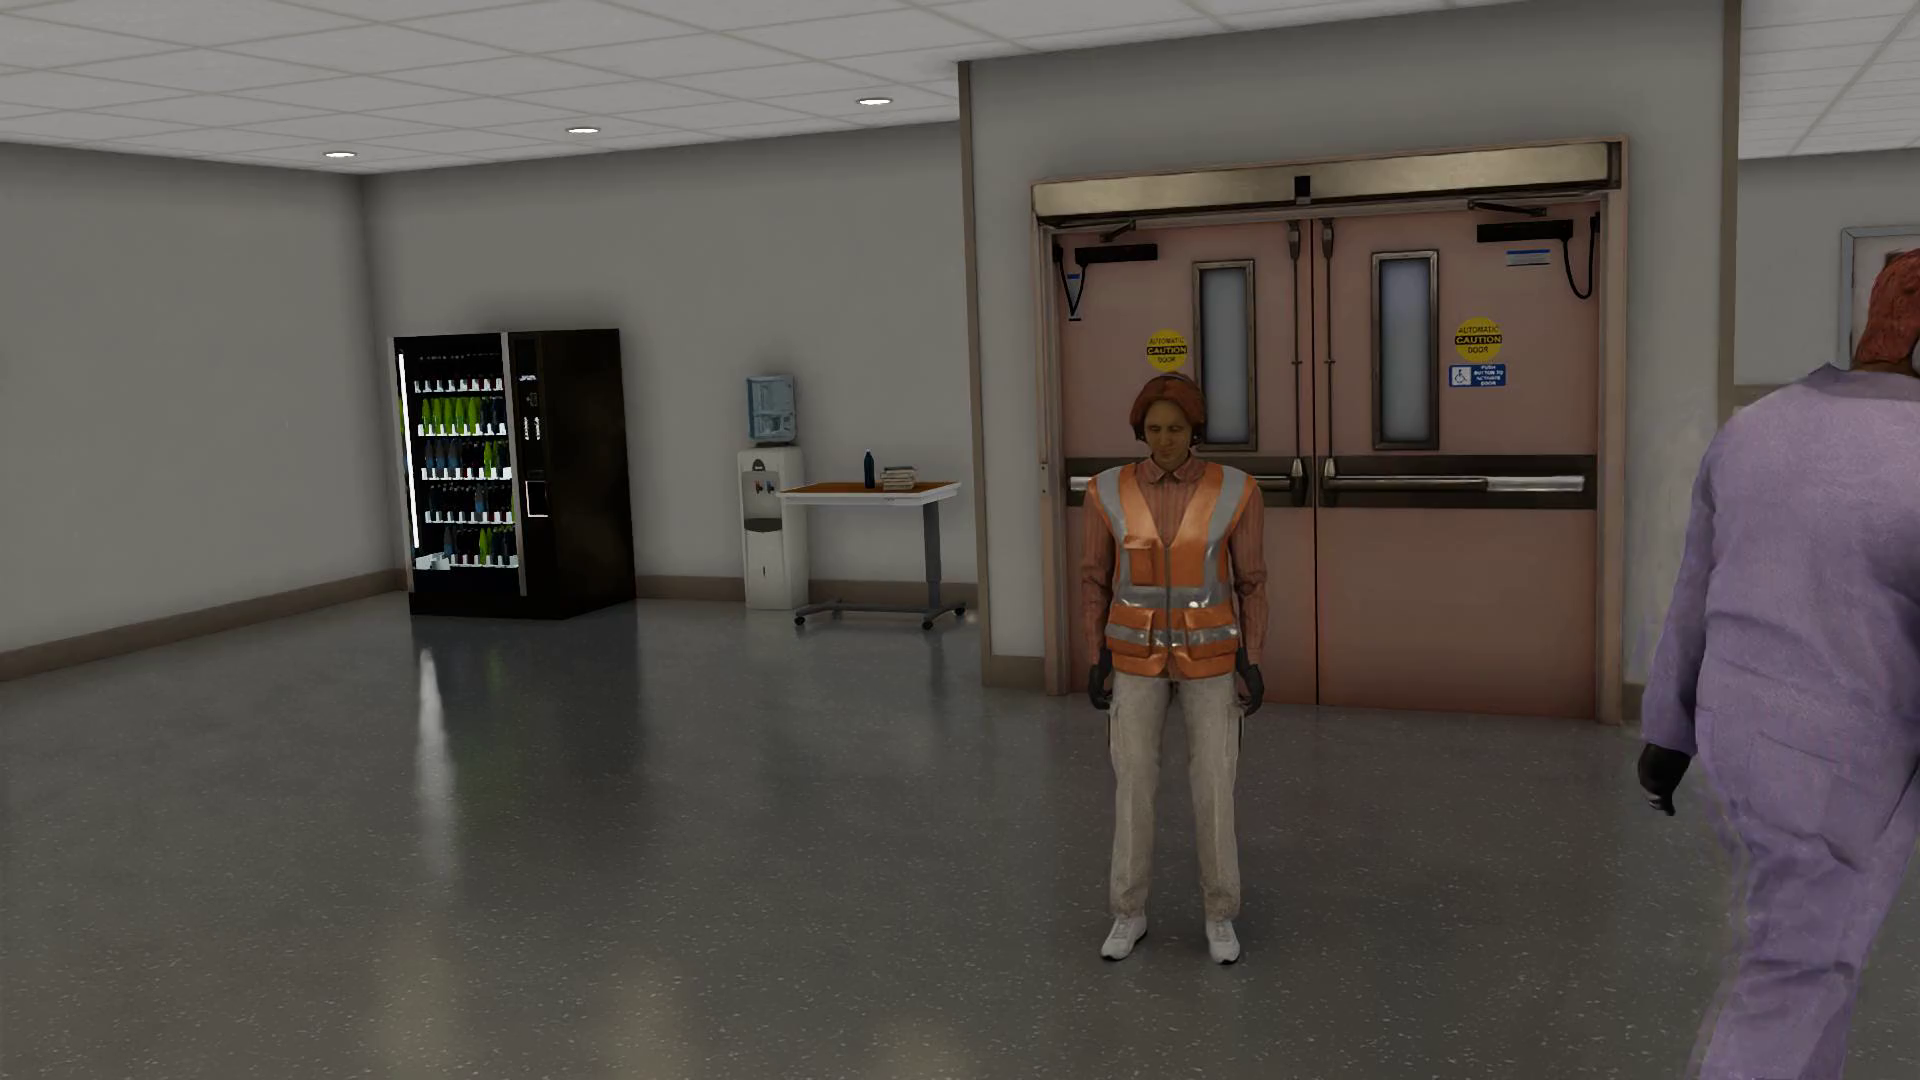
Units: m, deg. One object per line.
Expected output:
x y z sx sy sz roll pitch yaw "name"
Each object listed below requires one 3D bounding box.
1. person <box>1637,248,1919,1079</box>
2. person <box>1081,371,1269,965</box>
1.583 0.418 2.991 0.708 1.853 0.673 -4 8 -11 "person"
0.596 0.354 4.601 0.514 1.639 0.315 -1 8 13 "person"
